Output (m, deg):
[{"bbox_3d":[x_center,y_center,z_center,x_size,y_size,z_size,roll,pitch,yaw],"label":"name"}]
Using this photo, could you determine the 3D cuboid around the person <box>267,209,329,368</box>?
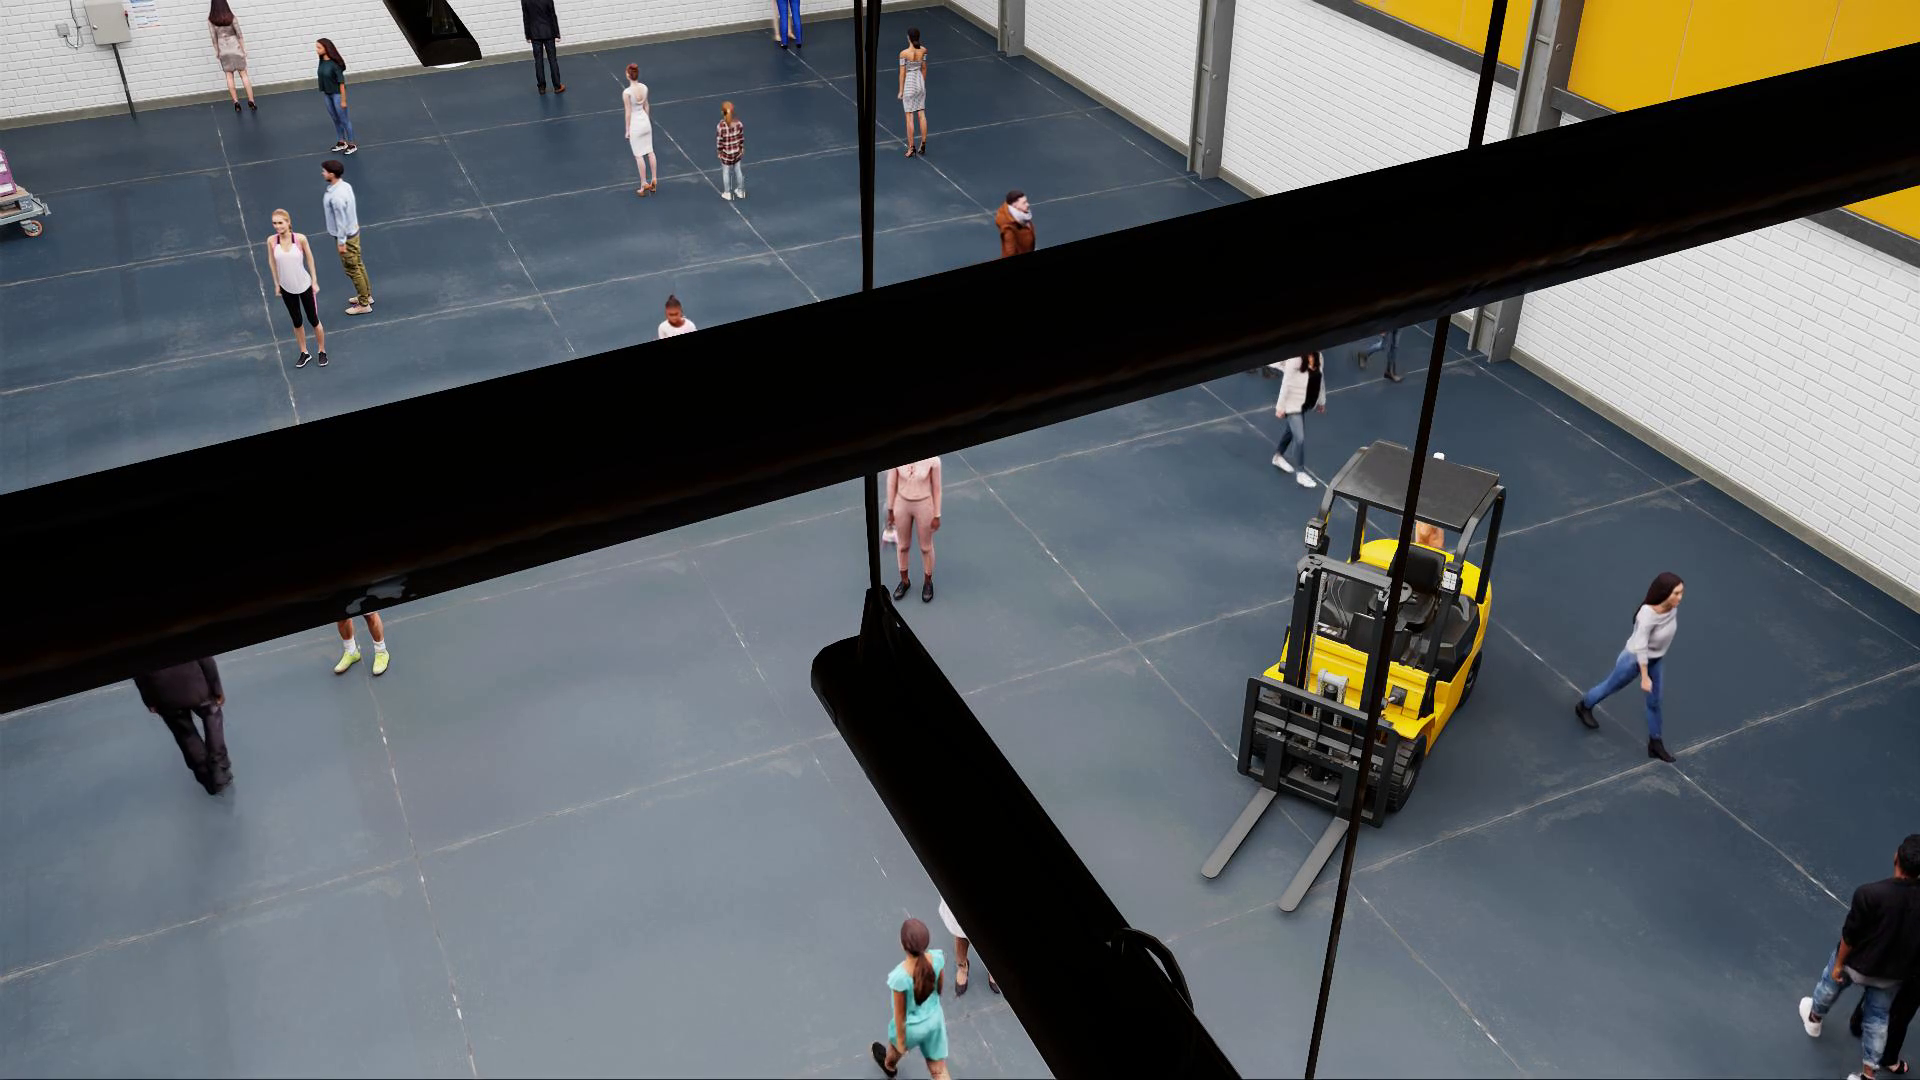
[{"bbox_3d":[-7.145,-2.727,17.929,0.670,1.788,0.630,-4,34,-5],"label":"person"}]

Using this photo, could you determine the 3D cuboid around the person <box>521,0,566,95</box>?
[{"bbox_3d":[-6.400,-7.747,25.471,0.766,1.800,0.719,-2,34,-3],"label":"person"}]

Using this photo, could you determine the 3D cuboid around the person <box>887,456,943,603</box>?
[{"bbox_3d":[-0.384,-0.252,14.266,0.698,1.720,0.726,7,34,10],"label":"person"}]

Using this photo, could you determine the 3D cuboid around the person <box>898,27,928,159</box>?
[{"bbox_3d":[-0.638,-6.252,23.200,0.632,1.822,0.578,-20,39,-28],"label":"person"}]

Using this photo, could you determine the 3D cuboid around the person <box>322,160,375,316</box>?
[{"bbox_3d":[-7.017,-3.483,19.045,0.798,1.812,0.614,-5,34,-7],"label":"person"}]

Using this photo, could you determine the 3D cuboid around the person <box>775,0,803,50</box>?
[{"bbox_3d":[-2.828,-8.967,27.395,0.647,1.700,0.588,-9,35,-13],"label":"person"}]

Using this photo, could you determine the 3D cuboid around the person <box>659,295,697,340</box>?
[{"bbox_3d":[-2.833,-1.837,16.936,0.665,1.404,1.045,-8,34,-11],"label":"person"}]

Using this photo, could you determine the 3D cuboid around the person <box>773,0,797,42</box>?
[{"bbox_3d":[-2.982,-9.208,27.760,0.653,1.699,0.616,-21,39,-29],"label":"person"}]

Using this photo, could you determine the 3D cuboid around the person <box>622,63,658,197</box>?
[{"bbox_3d":[-4.237,-5.428,21.988,0.633,1.793,0.646,24,41,32],"label":"person"}]

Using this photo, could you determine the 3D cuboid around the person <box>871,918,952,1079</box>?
[{"bbox_3d":[-0.198,2.878,9.744,0.641,1.513,1.082,-19,38,-26],"label":"person"}]

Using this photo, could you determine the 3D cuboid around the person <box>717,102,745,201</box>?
[{"bbox_3d":[-3.016,-5.149,22.010,0.543,1.304,0.535,-18,38,-25],"label":"person"}]

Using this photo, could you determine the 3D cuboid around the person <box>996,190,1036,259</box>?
[{"bbox_3d":[0.599,-2.959,18.231,0.908,1.839,0.825,4,34,6],"label":"person"}]

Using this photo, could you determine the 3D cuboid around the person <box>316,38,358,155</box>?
[{"bbox_3d":[-8.782,-6.256,23.393,0.671,1.616,0.761,22,39,29],"label":"person"}]

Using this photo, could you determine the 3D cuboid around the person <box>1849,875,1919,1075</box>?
[{"bbox_3d":[5.819,2.542,10.116,0.717,1.660,0.612,4,34,6],"label":"person"}]

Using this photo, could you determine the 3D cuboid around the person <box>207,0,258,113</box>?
[{"bbox_3d":[-10.869,-7.261,24.789,0.628,1.745,0.577,-7,34,-11],"label":"person"}]

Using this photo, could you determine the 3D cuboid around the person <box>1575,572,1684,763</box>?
[{"bbox_3d":[5.091,0.902,12.653,0.729,1.585,1.120,-21,39,-28],"label":"person"}]

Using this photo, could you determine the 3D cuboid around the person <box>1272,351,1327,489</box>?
[{"bbox_3d":[3.198,-1.348,16.014,0.767,1.612,0.936,-25,41,-32],"label":"person"}]

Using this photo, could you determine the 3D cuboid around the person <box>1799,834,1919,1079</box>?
[{"bbox_3d":[5.519,2.576,9.961,1.075,1.776,1.199,7,34,10],"label":"person"}]

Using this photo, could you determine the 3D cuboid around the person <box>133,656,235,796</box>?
[{"bbox_3d":[-5.631,1.157,12.060,0.697,1.817,0.642,-14,36,-20],"label":"person"}]
